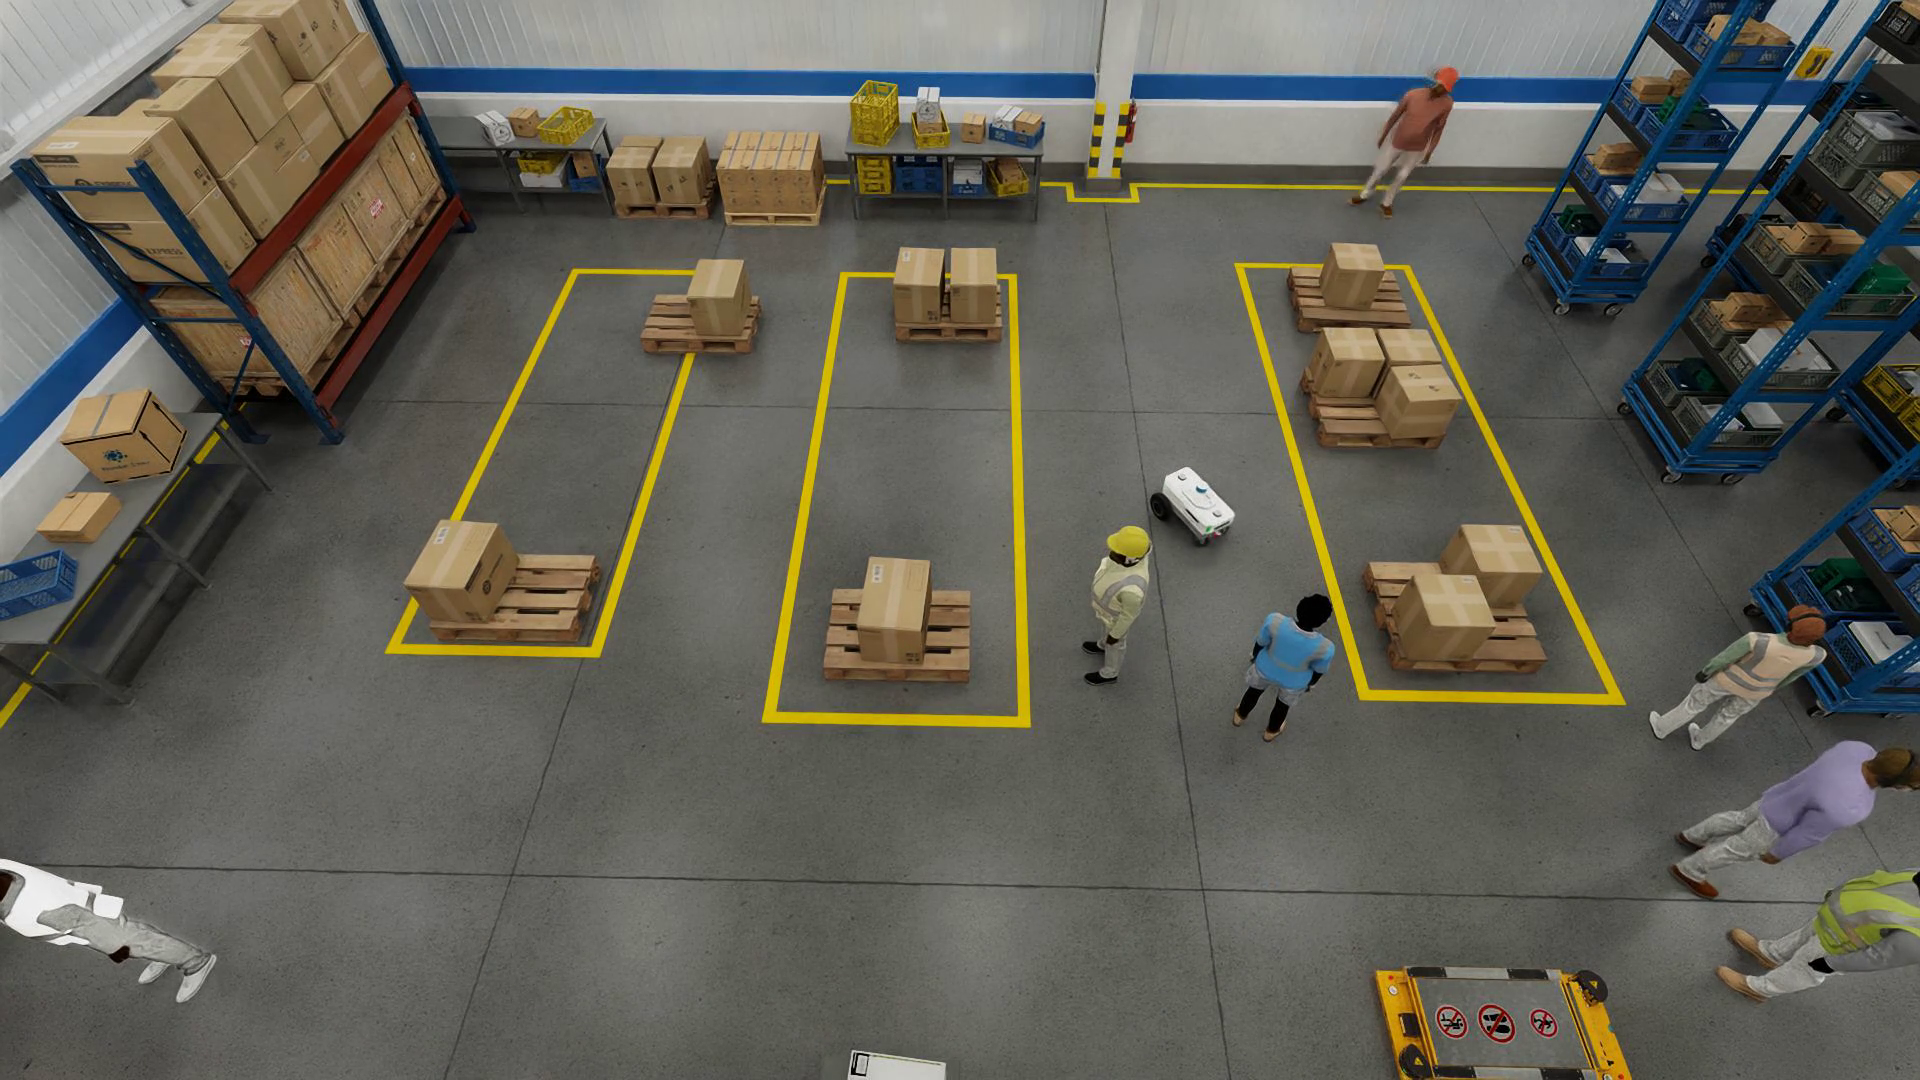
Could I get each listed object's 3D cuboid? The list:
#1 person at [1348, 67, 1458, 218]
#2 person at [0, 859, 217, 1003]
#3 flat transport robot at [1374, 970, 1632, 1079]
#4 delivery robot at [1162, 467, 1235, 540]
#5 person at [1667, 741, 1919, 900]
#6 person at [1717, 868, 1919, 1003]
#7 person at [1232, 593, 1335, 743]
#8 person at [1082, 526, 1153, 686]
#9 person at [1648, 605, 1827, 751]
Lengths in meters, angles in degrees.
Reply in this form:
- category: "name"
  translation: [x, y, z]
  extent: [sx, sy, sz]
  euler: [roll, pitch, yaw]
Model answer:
- category: "person"
  translation: [5.559, -4.958, 11.439]
  extent: [0.734, 1.944, 0.504]
  euler: [16, 53, 13]
- category: "person"
  translation: [-5.272, 2.315, 5.526]
  extent: [0.593, 1.920, 0.391]
  euler: [17, 53, 14]
- category: "flat transport robot"
  translation: [3.501, 3.133, 5.914]
  extent: [1.431, 0.197, 0.652]
  euler: [1, 51, 1]
- category: "delivery robot"
  translation: [2.207, -0.345, 8.509]
  extent: [0.477, 0.478, 0.707]
  euler: [-23, 55, -18]
- category: "person"
  translation: [5.373, 1.807, 5.938]
  extent: [0.371, 1.928, 0.634]
  euler: [30, 57, 22]
- category: "person"
  translation: [5.361, 2.363, 5.540]
  extent: [0.621, 1.837, 0.429]
  euler: [-38, 60, -26]
- category: "person"
  translation: [2.393, 0.951, 6.779]
  extent: [0.542, 1.695, 0.316]
  euler: [29, 56, 21]
- category: "person"
  translation: [1.196, 0.499, 7.058]
  extent: [0.403, 1.837, 0.586]
  euler: [3, 51, 3]
- category: "person"
  translation: [5.734, 1.042, 6.749]
  extent: [0.517, 1.633, 0.312]
  euler: [16, 53, 13]
